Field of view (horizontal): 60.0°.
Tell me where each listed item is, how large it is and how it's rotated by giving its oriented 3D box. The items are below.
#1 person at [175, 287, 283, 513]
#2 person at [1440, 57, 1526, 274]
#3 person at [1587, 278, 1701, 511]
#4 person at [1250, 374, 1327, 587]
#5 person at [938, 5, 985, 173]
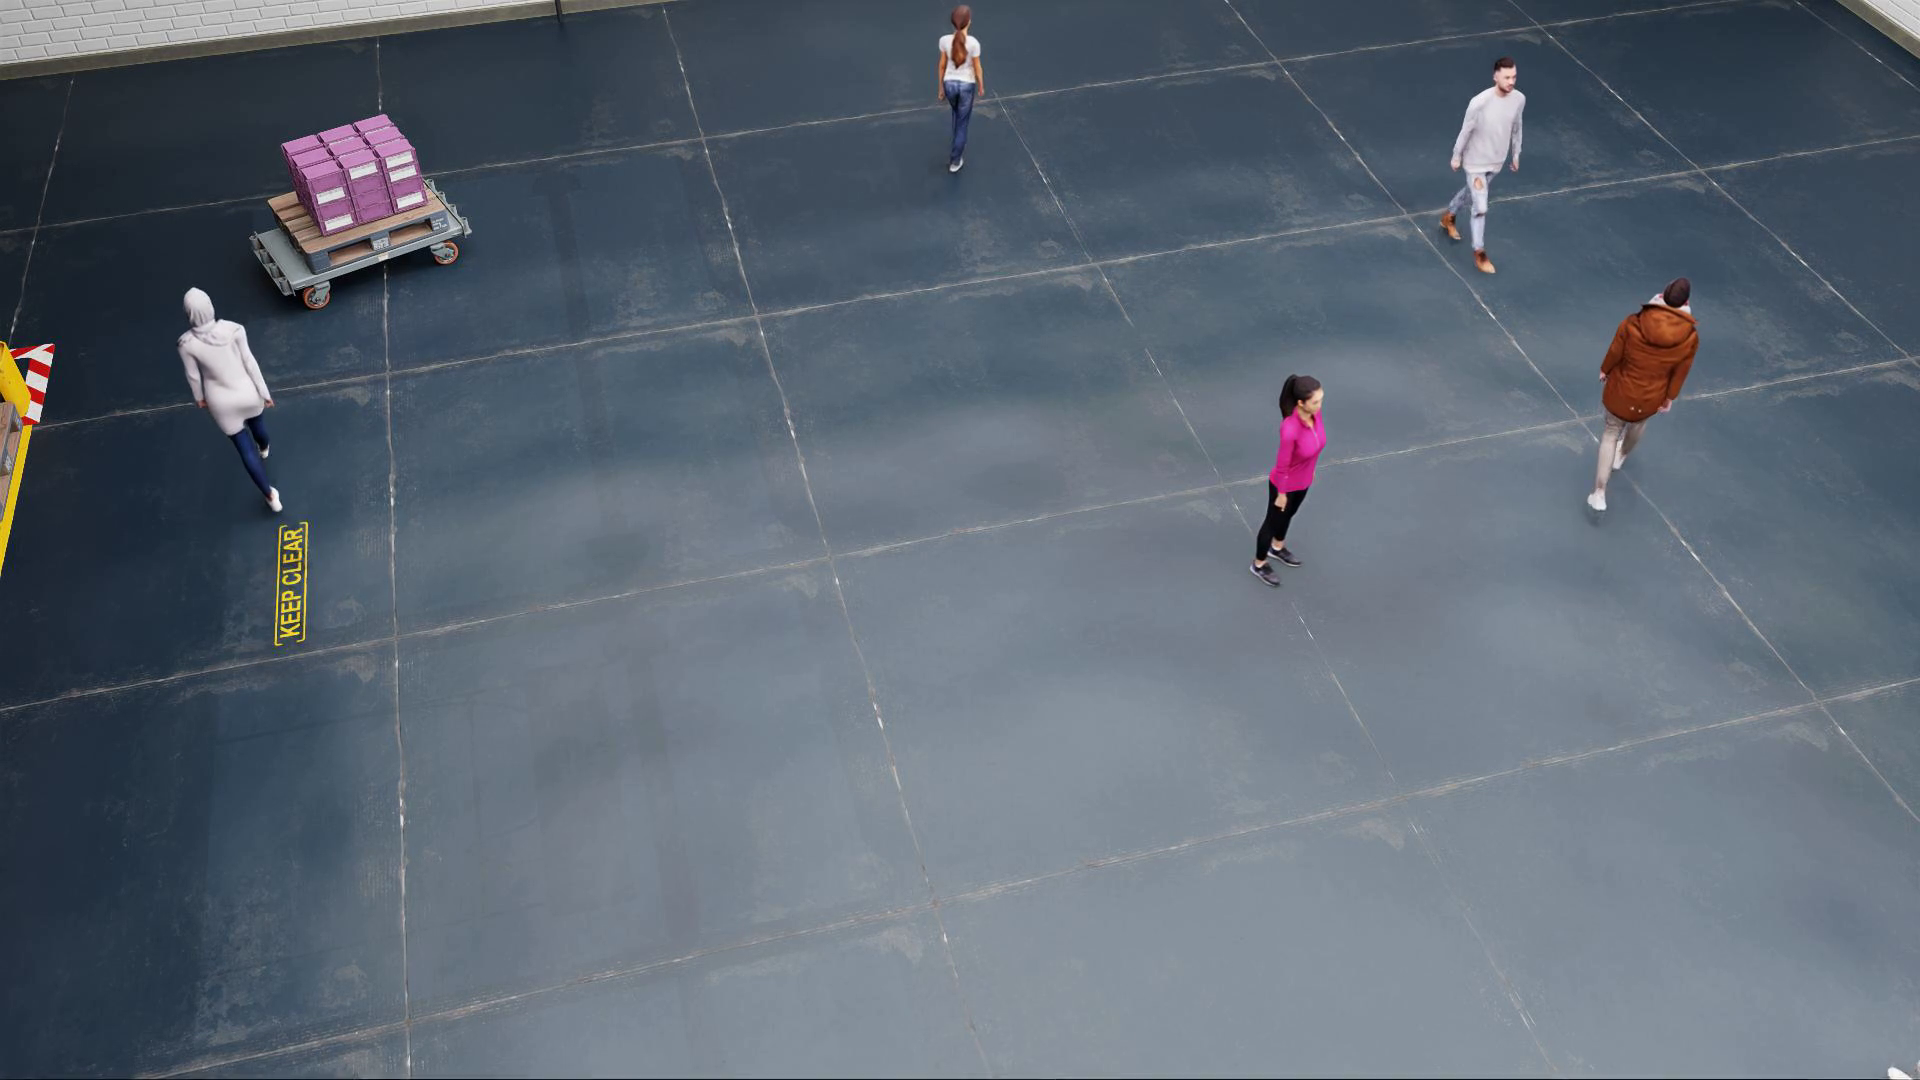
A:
[{"bbox_3d":[-5.081,-0.936,11.677,0.802,1.740,1.148,-19,47,-19],"label":"person"},{"bbox_3d":[4.397,-3.255,14.074,0.745,1.792,1.135,-13,45,-13],"label":"person"},{"bbox_3d":[4.756,-1.004,11.705,1.057,1.801,1.262,10,44,10],"label":"person"},{"bbox_3d":[2.211,-0.419,11.165,0.721,1.698,0.679,29,51,27],"label":"person"},{"bbox_3d":[-0.023,-4.073,15.116,0.771,1.537,0.880,14,45,14],"label":"person"}]
